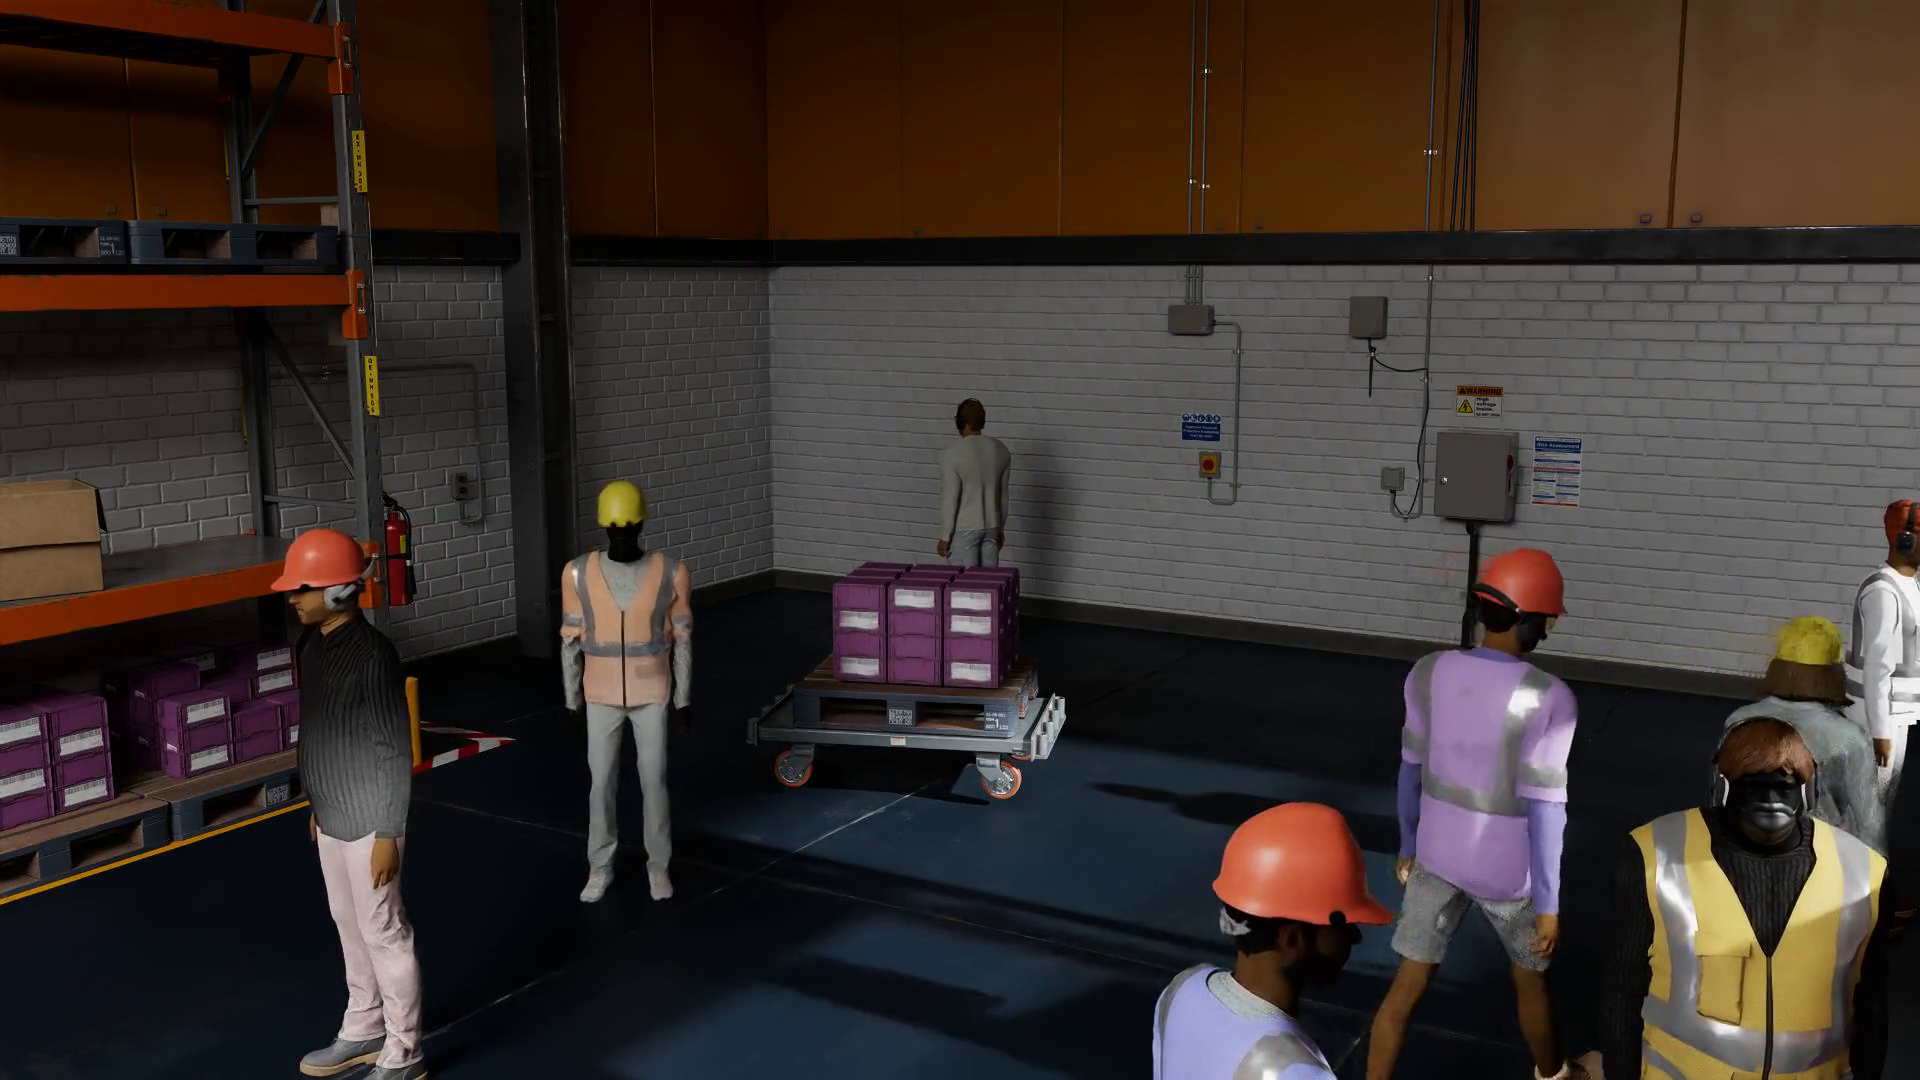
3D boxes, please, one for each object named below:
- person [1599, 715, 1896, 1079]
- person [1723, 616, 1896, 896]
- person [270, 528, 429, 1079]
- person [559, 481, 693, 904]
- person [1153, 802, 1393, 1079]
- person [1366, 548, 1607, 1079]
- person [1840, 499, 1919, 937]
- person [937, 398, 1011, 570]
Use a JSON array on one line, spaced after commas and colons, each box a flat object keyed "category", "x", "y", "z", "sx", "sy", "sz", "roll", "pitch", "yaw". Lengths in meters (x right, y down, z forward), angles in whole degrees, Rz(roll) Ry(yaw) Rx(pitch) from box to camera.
[{"category": "person", "x": 1.817, "y": 1.308, "z": 3.881, "sx": 0.626, "sy": 1.844, "sz": 0.429, "roll": 2, "pitch": 9, "yaw": 12}, {"category": "person", "x": 2.849, "y": 1.102, "z": 5.623, "sx": 0.901, "sy": 1.698, "sz": 0.503, "roll": -5, "pitch": 11, "yaw": -31}, {"category": "person", "x": -2.092, "y": 0.941, "z": 5.700, "sx": 0.398, "sy": 1.989, "sz": 0.621, "roll": -8, "pitch": 12, "yaw": -42}, {"category": "person", "x": -1.499, "y": 0.687, "z": 7.493, "sx": 0.592, "sy": 1.924, "sz": 0.384, "roll": -1, "pitch": 9, "yaw": -6}, {"category": "person", "x": 0.548, "y": 1.406, "z": 2.973, "sx": 0.376, "sy": 1.932, "sz": 0.551, "roll": -3, "pitch": 10, "yaw": -18}, {"category": "person", "x": 1.726, "y": 1.006, "z": 5.351, "sx": 1.110, "sy": 1.965, "sz": 0.664, "roll": -7, "pitch": 12, "yaw": -38}, {"category": "person", "x": 4.006, "y": 0.758, "z": 7.207, "sx": 0.345, "sy": 1.878, "sz": 0.579, "roll": 7, "pitch": 12, "yaw": 39}, {"category": "person", "x": 0.092, "y": -0.061, "z": 12.118, "sx": 0.628, "sy": 1.939, "sz": 0.375, "roll": -7, "pitch": 12, "yaw": -39}]
